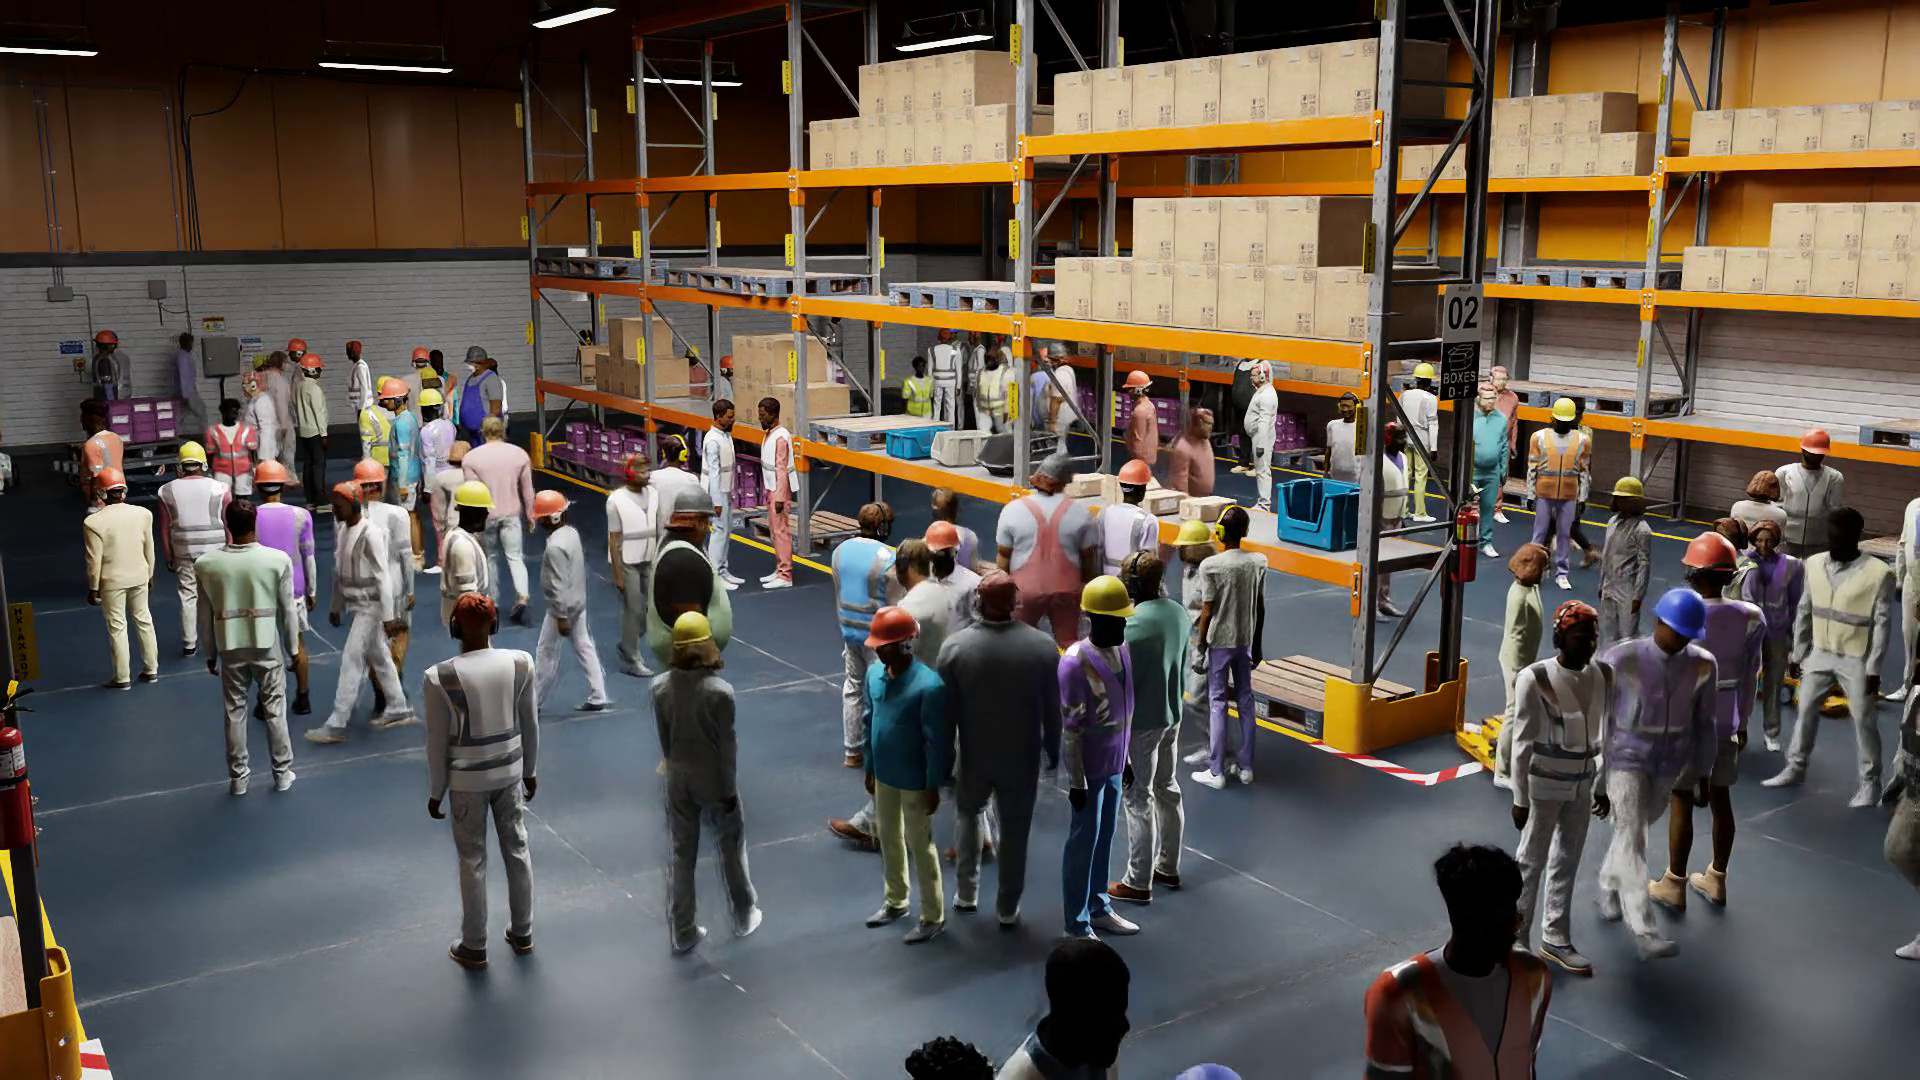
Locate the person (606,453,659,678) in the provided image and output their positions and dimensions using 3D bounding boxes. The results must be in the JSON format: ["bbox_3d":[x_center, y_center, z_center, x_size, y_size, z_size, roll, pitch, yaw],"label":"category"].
[{"bbox_3d":[-2.605,0.202,13.363,0.446,1.827,0.596,6,13,29],"label":"person"}]

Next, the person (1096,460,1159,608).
[{"bbox_3d":[1.257,0.368,12.267,0.548,1.929,0.389,11,15,43],"label":"person"}]

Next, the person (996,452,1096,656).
[{"bbox_3d":[0.626,0.319,12.220,0.764,2.000,0.602,0,11,-2],"label":"person"}]

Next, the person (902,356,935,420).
[{"bbox_3d":[-0.647,-1.906,24.604,0.540,1.660,0.797,-4,12,-22],"label":"person"}]

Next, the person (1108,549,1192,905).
[{"bbox_3d":[1.007,1.004,9.008,0.377,1.931,0.629,9,14,40],"label":"person"}]

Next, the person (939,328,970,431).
[{"bbox_3d":[-0.126,-2.664,27.721,0.602,1.949,0.390,5,12,25],"label":"person"}]

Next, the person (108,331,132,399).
[{"bbox_3d":[-13.071,-2.277,25.799,0.421,1.933,0.615,1,11,3],"label":"person"}]

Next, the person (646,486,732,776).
[{"bbox_3d":[-1.716,0.633,10.613,0.537,2.000,0.709,-4,12,-18],"label":"person"}]

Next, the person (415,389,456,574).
[{"bbox_3d":[-5.428,-0.607,17.250,0.382,1.924,0.594,2,11,9],"label":"person"}]

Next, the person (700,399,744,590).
[{"bbox_3d":[-2.387,-0.453,16.521,0.401,1.908,0.598,0,11,2],"label":"person"}]

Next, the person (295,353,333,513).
[{"bbox_3d":[-8.074,-1.338,20.815,0.609,1.995,0.375,11,15,43],"label":"person"}]

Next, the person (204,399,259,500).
[{"bbox_3d":[-8.188,-0.770,18.727,0.552,1.673,0.564,-6,13,-29],"label":"person"}]

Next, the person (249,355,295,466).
[{"bbox_3d":[-9.759,-1.759,23.630,0.611,1.738,0.455,-6,12,-28],"label":"person"}]

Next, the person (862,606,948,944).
[{"bbox_3d":[-0.310,1.188,8.551,0.354,1.737,0.576,-10,15,-43],"label":"person"}]

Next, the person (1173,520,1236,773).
[{"bbox_3d":[1.597,0.717,11.031,0.404,1.726,0.506,-2,11,-11],"label":"person"}]

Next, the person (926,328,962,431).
[{"bbox_3d":[-0.262,-2.539,27.261,0.578,1.882,0.339,1,11,4],"label":"person"}]

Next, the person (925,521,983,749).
[{"bbox_3d":[-0.108,0.734,10.833,0.565,1.750,0.341,6,12,28],"label":"person"}]

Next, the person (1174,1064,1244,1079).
[{"bbox_3d":[0.426,2.097,3.513,0.401,1.892,0.816,10,15,40],"label":"person"}]

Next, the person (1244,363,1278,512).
[{"bbox_3d":[3.695,-1.226,20.497,0.399,1.900,0.645,1,11,8],"label":"person"}]

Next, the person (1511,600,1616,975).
[{"bbox_3d":[2.910,1.211,8.058,0.578,1.882,0.346,-5,12,-22],"label":"person"}]

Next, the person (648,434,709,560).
[{"bbox_3d":[-2.404,0.027,14.223,0.565,1.867,0.490,4,12,20],"label":"person"}]

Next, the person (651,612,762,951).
[{"bbox_3d":[-1.324,1.211,8.474,0.518,1.715,0.566,4,12,19],"label":"person"}]

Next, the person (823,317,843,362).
[{"bbox_3d":[-2.466,-3.633,32.674,0.377,1.958,0.599,6,12,27],"label":"person"}]

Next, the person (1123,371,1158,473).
[{"bbox_3d":[2.003,-0.898,18.596,0.408,1.987,0.614,3,11,14],"label":"person"}]

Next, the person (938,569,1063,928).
[{"bbox_3d":[0.208,1.076,8.731,0.665,1.888,0.539,0,11,2],"label":"person"}]

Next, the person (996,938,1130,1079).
[{"bbox_3d":[0.127,1.907,4.498,0.695,1.885,0.616,5,12,24],"label":"person"}]

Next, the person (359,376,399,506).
[{"bbox_3d":[-6.416,-0.883,18.683,0.375,1.919,0.584,9,14,38],"label":"person"}]

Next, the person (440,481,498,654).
[{"bbox_3d":[-3.342,0.545,11.400,0.411,1.909,0.616,-4,12,-19],"label":"person"}]

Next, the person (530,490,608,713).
[{"bbox_3d":[-3.012,0.470,12.278,0.779,1.708,0.599,0,11,2],"label":"person"}]

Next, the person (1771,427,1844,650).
[{"bbox_3d":[7.206,-0.009,14.202,0.549,1.925,0.389,4,12,20],"label":"person"}]

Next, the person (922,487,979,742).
[{"bbox_3d":[-0.145,0.514,11.812,0.847,1.807,0.512,10,15,42],"label":"person"}]

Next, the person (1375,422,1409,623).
[{"bbox_3d":[3.903,-0.177,15.266,0.373,1.840,0.570,9,14,39],"label":"person"}]

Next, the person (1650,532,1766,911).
[{"bbox_3d":[3.943,0.967,8.892,0.605,2.045,0.378,-2,11,-11],"label":"person"}]

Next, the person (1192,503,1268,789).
[{"bbox_3d":[1.742,0.683,10.787,0.513,1.876,0.328,-5,12,-24],"label":"person"}]

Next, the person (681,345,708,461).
[{"bbox_3d":[-4.001,-2.035,24.969,0.523,1.769,0.315,-9,14,-39],"label":"person"}]

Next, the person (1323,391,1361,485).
[{"bbox_3d":[4.066,-0.634,17.536,0.514,1.873,0.329,5,12,26],"label":"person"}]

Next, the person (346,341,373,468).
[{"bbox_3d":[-8.787,-1.978,24.383,0.357,1.881,0.574,-5,12,-22],"label":"person"}]

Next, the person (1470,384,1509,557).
[{"bbox_3d":[5.644,-0.742,18.026,0.646,1.899,0.399,-2,11,-11],"label":"person"}]

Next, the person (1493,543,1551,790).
[{"bbox_3d":[3.640,0.811,10.776,0.285,1.624,0.515,5,12,26],"label":"person"}]

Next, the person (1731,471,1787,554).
[{"bbox_3d":[6.563,0.234,13.733,0.286,1.624,0.495,-7,13,-30],"label":"person"}]

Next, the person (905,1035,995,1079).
[{"bbox_3d":[-0.024,2.055,4.217,0.319,1.697,0.533,-10,15,-43],"label":"person"}]

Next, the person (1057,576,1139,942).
[{"bbox_3d":[0.713,1.121,8.409,0.367,1.927,0.587,7,13,31],"label":"person"}]

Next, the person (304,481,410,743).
[{"bbox_3d":[-4.341,0.504,11.765,0.908,1.842,0.615,-9,14,-40],"label":"person"}]

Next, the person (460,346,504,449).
[{"bbox_3d":[-6.230,-1.519,21.624,0.535,2.000,0.684,-10,15,-43],"label":"person"}]
